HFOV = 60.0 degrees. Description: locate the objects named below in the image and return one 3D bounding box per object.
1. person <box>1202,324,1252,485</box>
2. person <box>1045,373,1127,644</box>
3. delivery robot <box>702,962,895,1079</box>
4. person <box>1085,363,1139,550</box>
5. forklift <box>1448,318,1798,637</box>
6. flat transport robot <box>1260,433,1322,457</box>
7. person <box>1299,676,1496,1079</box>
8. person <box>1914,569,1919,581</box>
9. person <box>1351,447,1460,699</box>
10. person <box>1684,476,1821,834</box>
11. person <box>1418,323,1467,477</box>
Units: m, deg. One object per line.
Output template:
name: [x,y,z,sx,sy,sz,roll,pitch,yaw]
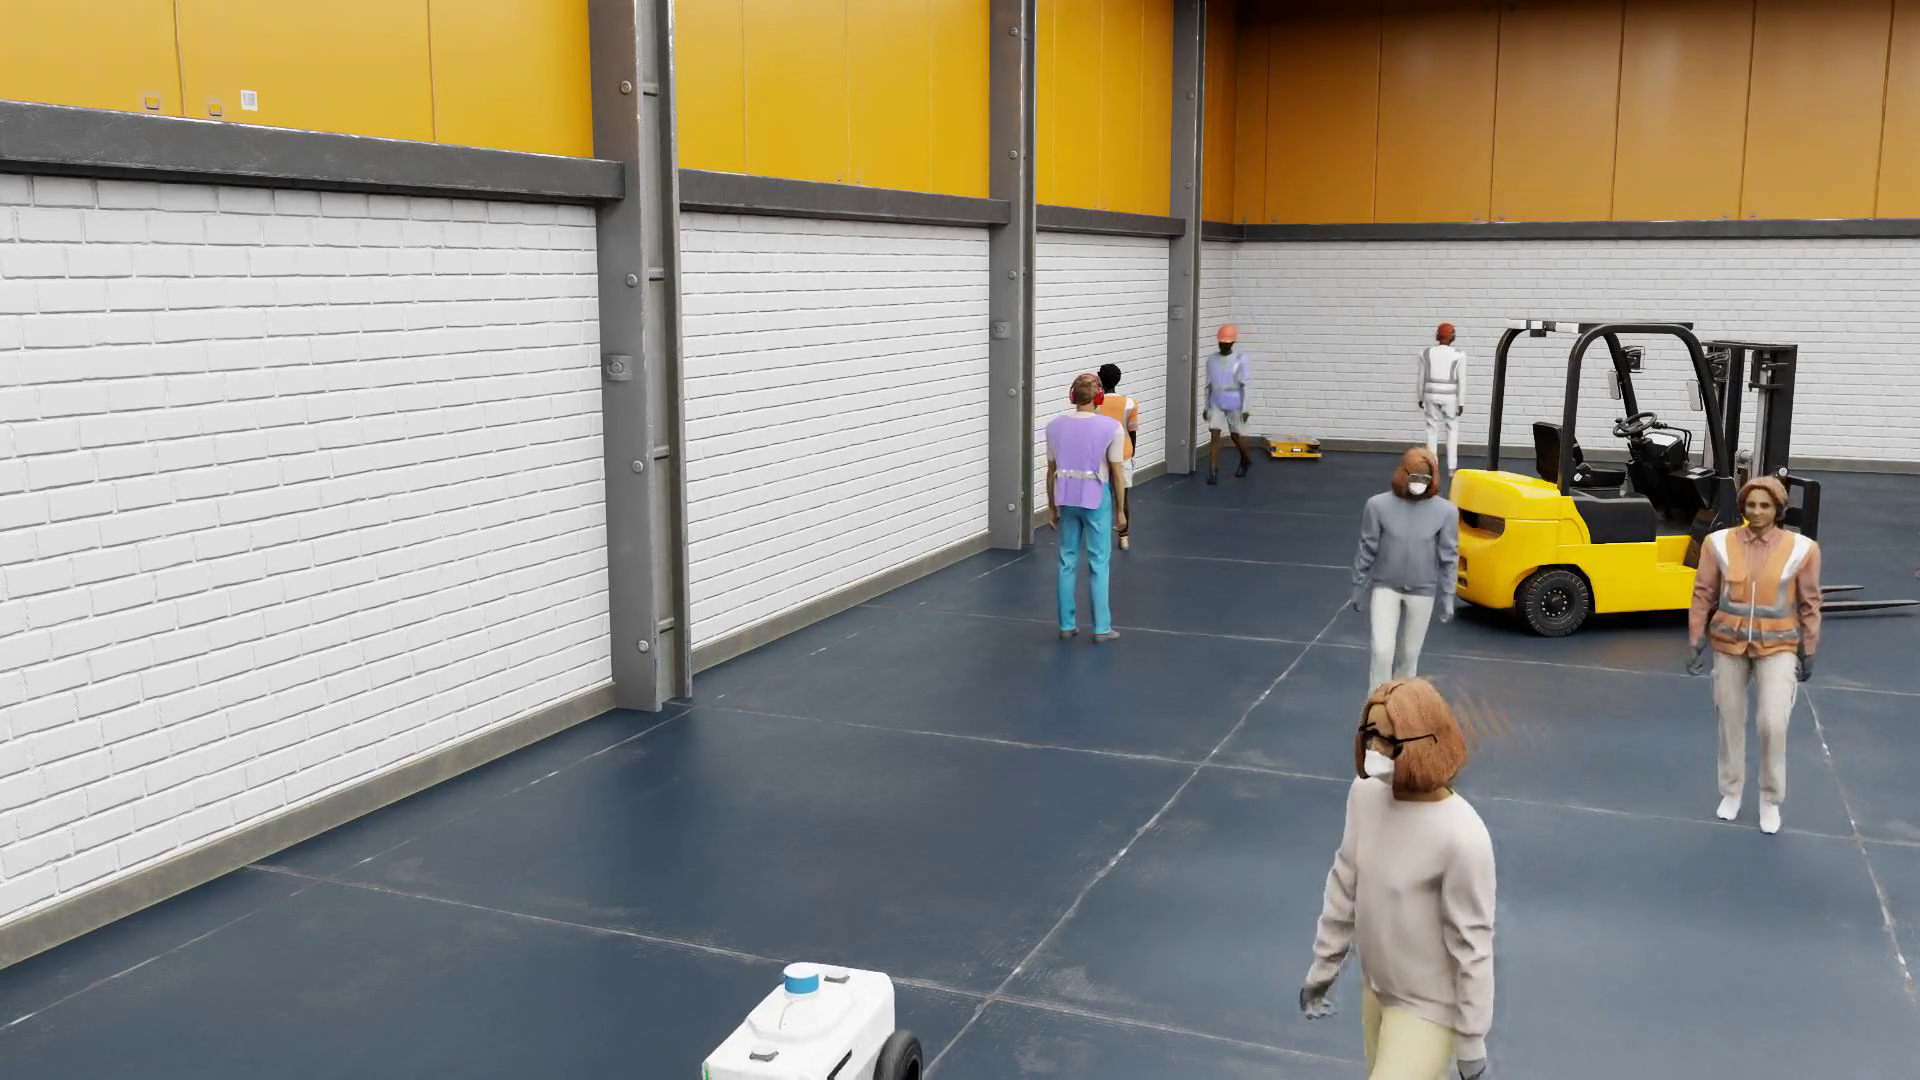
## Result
person: [3.189,-1.624,19.766,0.590,1.895,0.906,5,11,27]
person: [0.841,-0.209,11.326,0.564,1.841,0.388,5,11,28]
delivery robot: [-0.453,1.463,4.786,0.477,0.478,0.707,3,10,18]
person: [1.345,-0.746,15.022,0.535,1.693,0.317,0,9,-2]
forklift: [4.706,-0.497,11.990,2.313,2.155,1.214,-2,10,-10]
flat transport robot: [4.482,-1.288,22.596,0.652,0.197,1.431,1,9,4]
person: [1.032,1.117,3.967,0.432,1.619,0.499,-2,10,-14]
person: [7.980,-0.461,12.720,1.022,1.877,0.665,7,12,37]
person: [2.365,0.313,8.813,0.529,1.613,0.597,1,9,8]
person: [3.597,0.520,7.572,0.531,1.623,0.538,6,11,34]
person: [5.855,-1.699,20.229,0.595,1.877,0.461,5,10,26]
